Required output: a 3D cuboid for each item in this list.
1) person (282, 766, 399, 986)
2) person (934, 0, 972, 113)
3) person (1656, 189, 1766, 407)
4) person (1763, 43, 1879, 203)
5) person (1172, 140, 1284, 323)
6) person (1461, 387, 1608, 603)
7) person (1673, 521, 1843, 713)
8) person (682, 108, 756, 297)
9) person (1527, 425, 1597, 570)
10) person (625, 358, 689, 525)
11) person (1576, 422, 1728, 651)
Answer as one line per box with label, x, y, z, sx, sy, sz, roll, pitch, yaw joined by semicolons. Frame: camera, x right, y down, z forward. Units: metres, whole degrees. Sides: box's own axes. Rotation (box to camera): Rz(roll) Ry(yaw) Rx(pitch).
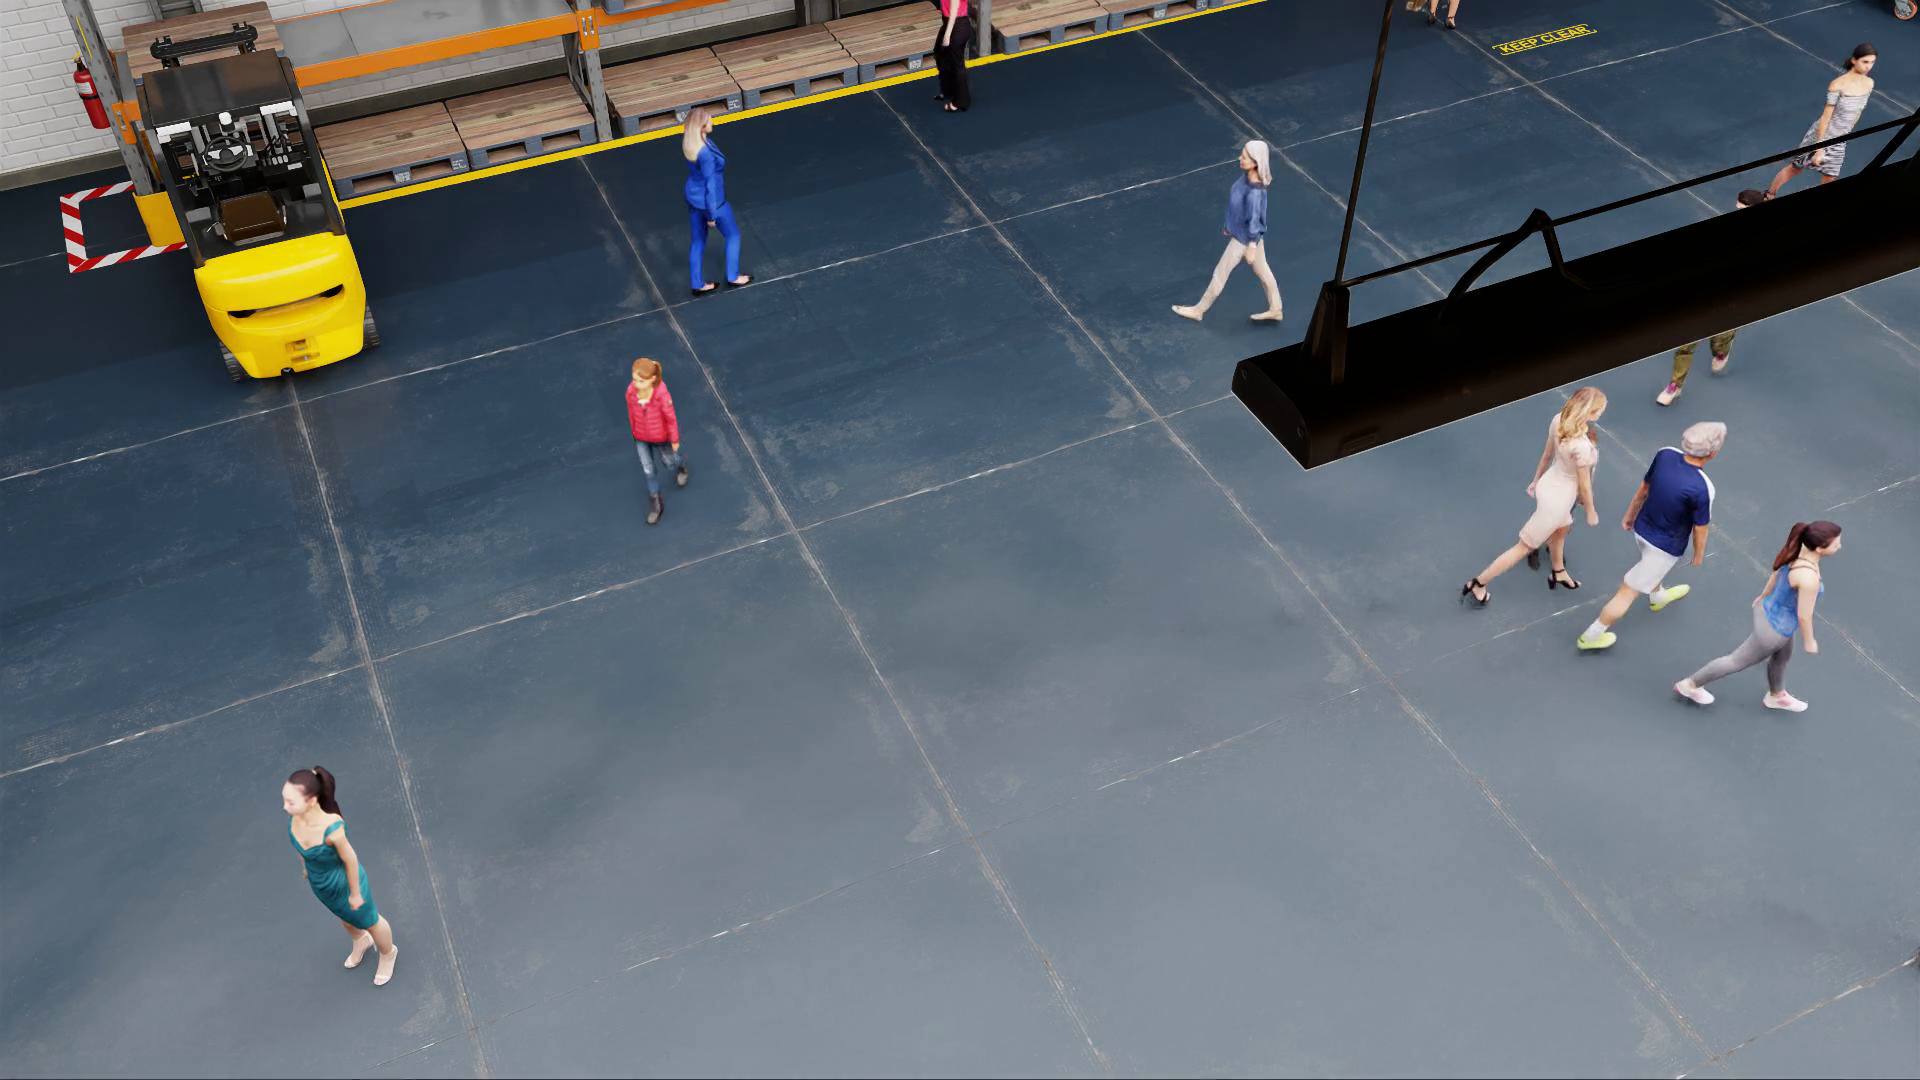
person;-3.271;1.776;8.746;0.627;1.685;0.652;23;48;22
person;0.019;-4.801;15.676;0.738;1.650;0.708;2;44;2
person;5.728;-1.827;12.455;1.140;1.786;0.917;-35;53;-31
person;7.260;-3.388;14.108;1.103;1.767;0.867;-7;44;-7
person;2.351;-2.373;13.131;1.215;1.644;1.031;6;44;6
person;3.751;-0.222;10.769;1.154;1.788;0.865;-3;44;-3
person;4.907;0.496;10.168;1.081;1.578;0.997;12;45;12
person;-2.136;-2.685;13.432;0.814;1.681;0.695;-27;50;-25
person;4.119;-0.325;11.308;0.494;1.193;0.605;-4;44;-4
person;-2.123;-0.765;11.693;0.849;1.301;0.868;9;44;10
person;4.352;0.017;10.519;1.188;1.786;0.731;-14;45;-14
